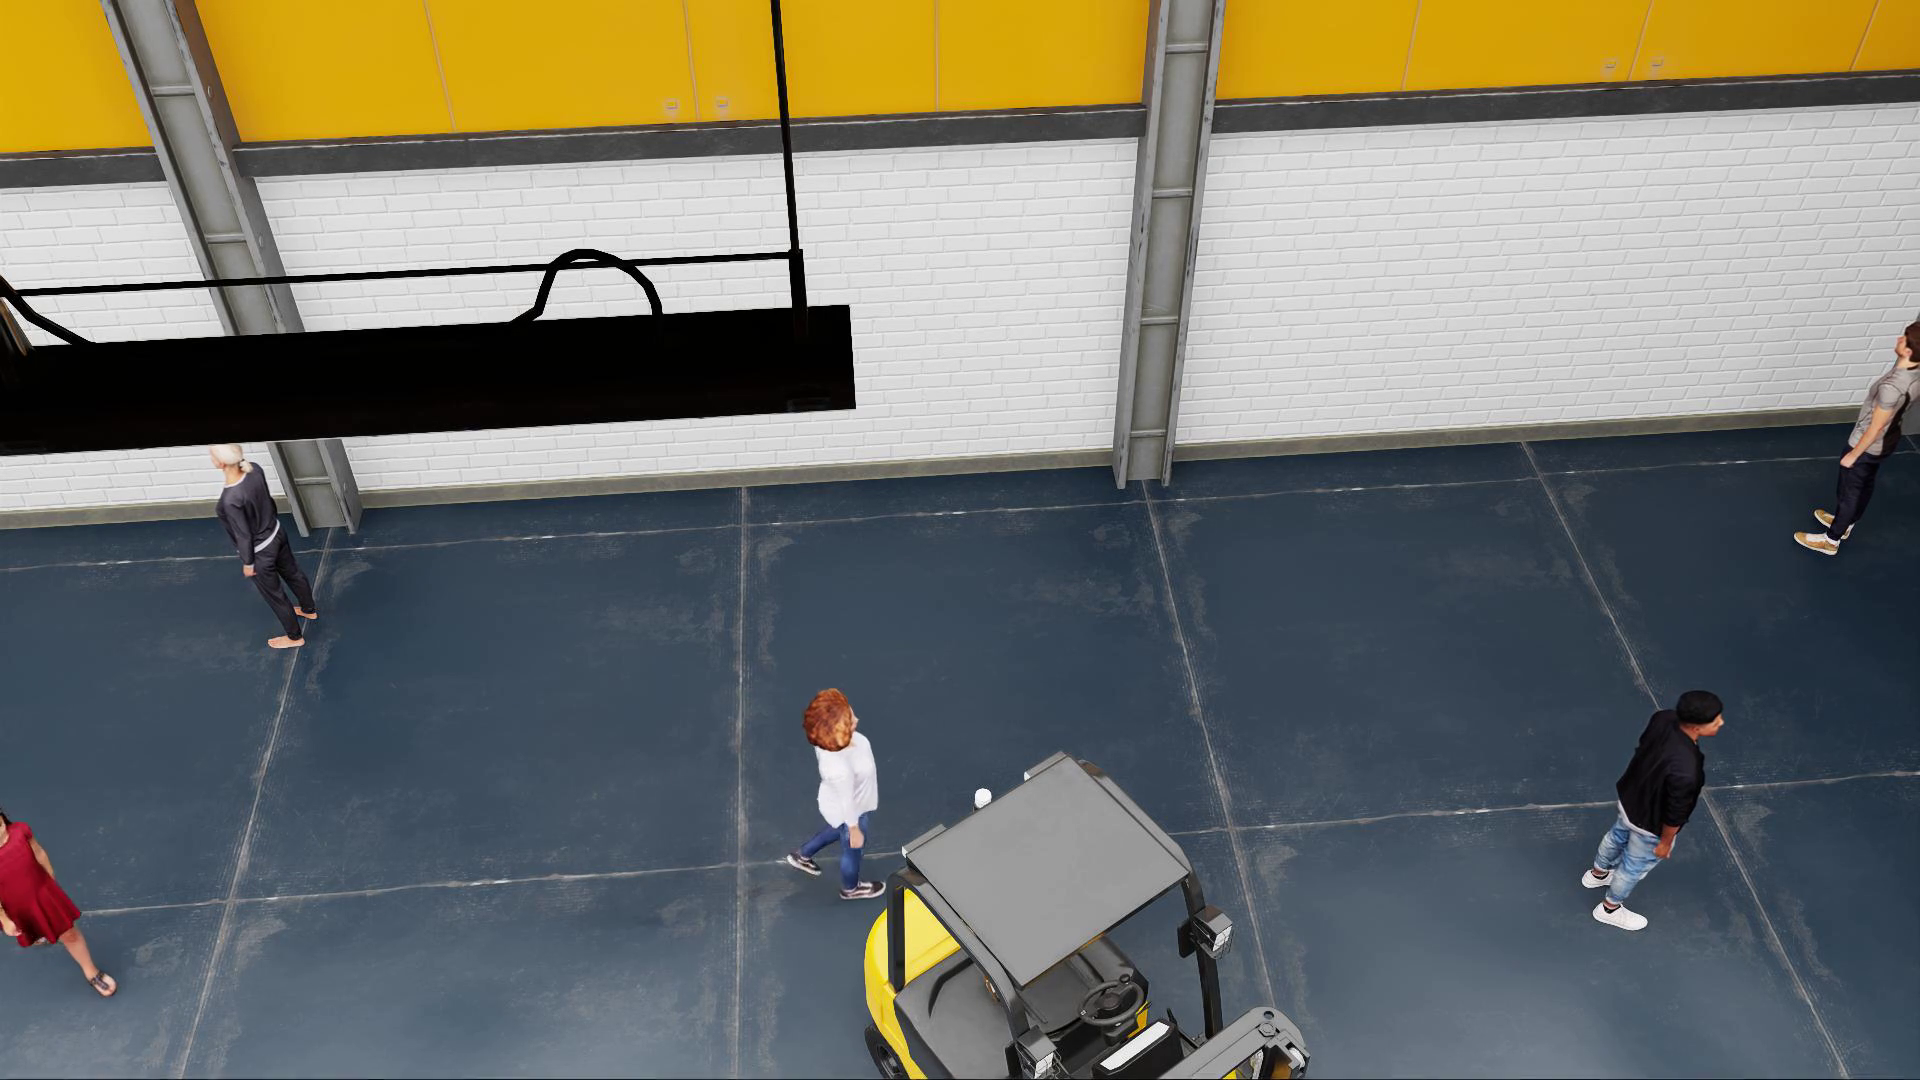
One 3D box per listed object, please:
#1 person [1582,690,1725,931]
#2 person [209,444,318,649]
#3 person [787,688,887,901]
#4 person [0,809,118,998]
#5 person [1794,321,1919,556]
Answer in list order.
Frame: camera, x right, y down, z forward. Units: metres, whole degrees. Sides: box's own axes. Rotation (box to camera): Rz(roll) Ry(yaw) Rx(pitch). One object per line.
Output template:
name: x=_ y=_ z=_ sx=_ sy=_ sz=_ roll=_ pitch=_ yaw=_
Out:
person: x=3.831 y=1.461 z=9.218 sx=0.632 sy=1.811 sz=0.723 roll=2 pitch=44 yaw=2
person: x=-4.543 y=-0.004 z=10.817 sx=0.586 sy=1.727 sz=0.642 roll=5 pitch=44 yaw=5
person: x=-0.729 y=1.474 z=9.289 sx=0.789 sy=1.693 sz=0.655 roll=-6 pitch=44 yaw=-6
person: x=-5.086 y=1.880 z=8.980 sx=0.997 sy=1.531 sz=0.926 roll=29 pitch=51 yaw=27
person: x=6.270 y=-0.692 z=11.417 sx=0.690 sy=1.895 sz=0.787 roll=-32 pitch=52 yaw=-29
